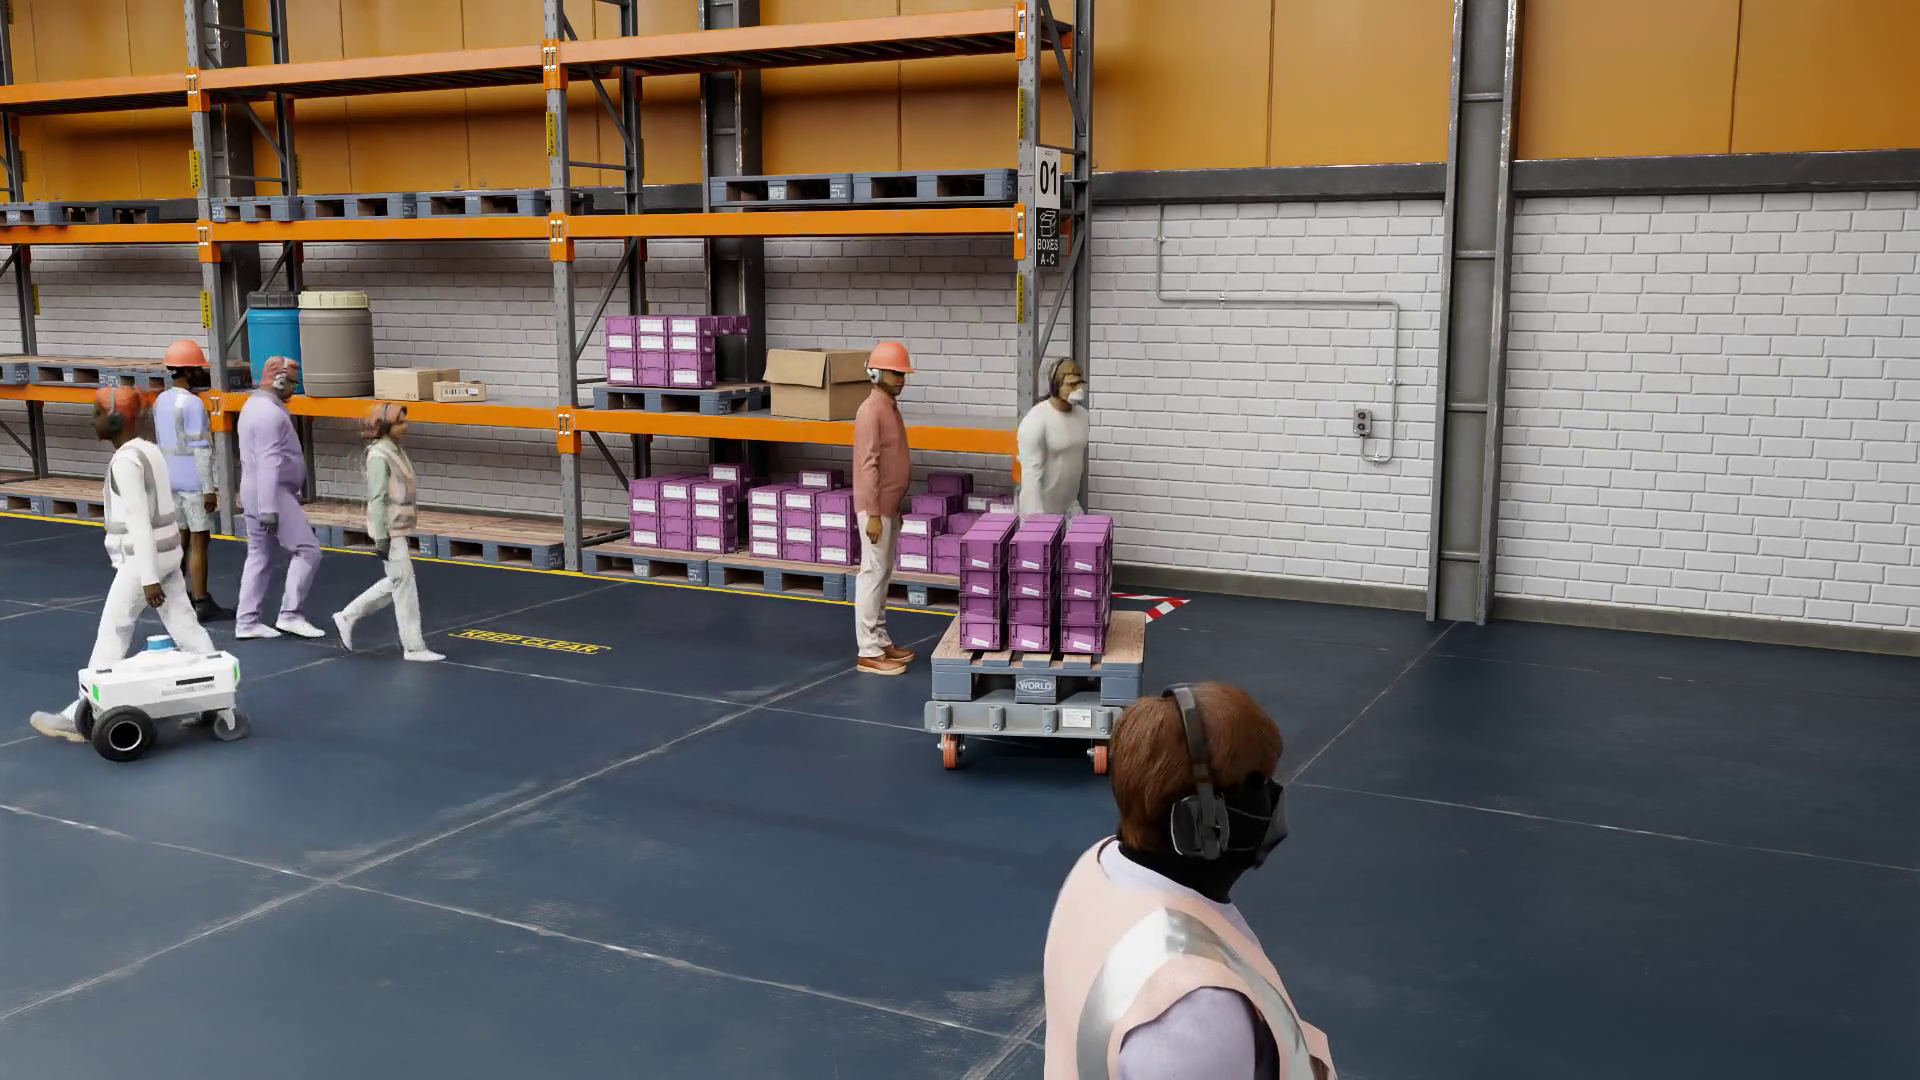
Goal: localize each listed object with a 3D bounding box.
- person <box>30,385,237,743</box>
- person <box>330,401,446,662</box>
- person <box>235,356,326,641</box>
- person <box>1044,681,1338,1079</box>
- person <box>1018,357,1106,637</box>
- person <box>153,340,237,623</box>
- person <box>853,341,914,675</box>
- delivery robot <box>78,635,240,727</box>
[{"bbox_3d":[-4.244,0.125,8.539,0.999,1.826,0.594,-2,9,-9],"label":"person"},{"bbox_3d":[-3.552,-0.044,10.204,0.655,1.623,0.518,-1,9,-5],"label":"person"},{"bbox_3d":[-4.417,-0.255,10.781,0.684,1.856,0.704,-6,11,-32],"label":"person"},{"bbox_3d":[0.334,1.108,2.420,0.429,1.846,0.627,-1,9,-7],"label":"person"},{"bbox_3d":[0.614,-0.154,10.066,0.998,1.882,0.638,9,13,43],"label":"person"},{"bbox_3d":[-5.270,-0.398,11.420,0.546,1.938,0.361,7,11,36],"label":"person"},{"bbox_3d":[-0.455,-0.201,10.039,0.392,1.991,0.612,2,9,10],"label":"person"},{"bbox_3d":[-4.050,0.728,8.437,0.707,0.478,0.477,-7,12,-38],"label":"delivery robot"}]
